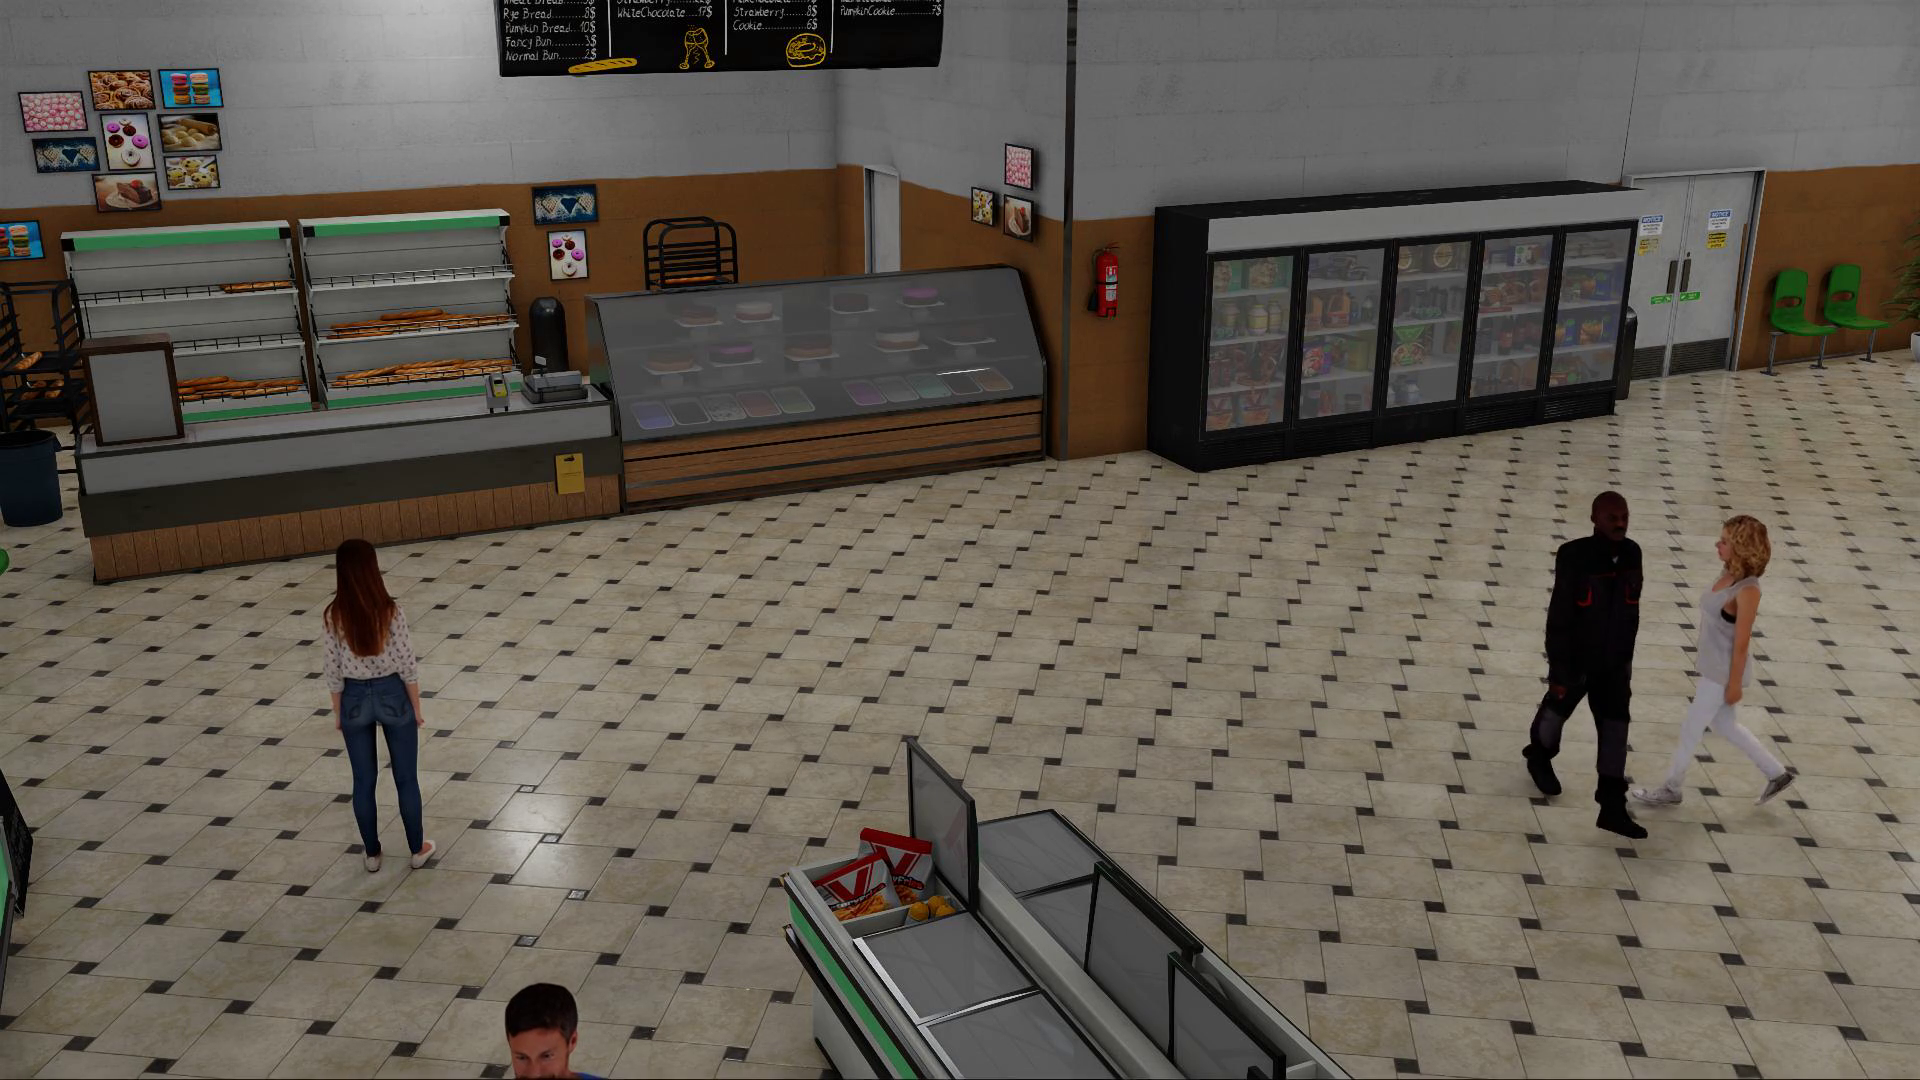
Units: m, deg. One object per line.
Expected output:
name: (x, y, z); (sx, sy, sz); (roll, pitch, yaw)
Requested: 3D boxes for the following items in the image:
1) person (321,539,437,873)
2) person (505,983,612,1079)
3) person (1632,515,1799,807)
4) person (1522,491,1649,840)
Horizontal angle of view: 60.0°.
person: (-2.893, 0.821, 8.237); (0.632, 1.728, 0.585); (-3, 19, -8)
person: (-1.072, 2.010, 4.498); (0.704, 1.864, 0.654); (-3, 19, -10)
person: (4.110, 0.688, 8.767); (1.068, 1.641, 1.058); (5, 19, 14)
person: (3.285, 0.595, 8.823); (0.947, 1.781, 1.311); (-3, 19, -9)
